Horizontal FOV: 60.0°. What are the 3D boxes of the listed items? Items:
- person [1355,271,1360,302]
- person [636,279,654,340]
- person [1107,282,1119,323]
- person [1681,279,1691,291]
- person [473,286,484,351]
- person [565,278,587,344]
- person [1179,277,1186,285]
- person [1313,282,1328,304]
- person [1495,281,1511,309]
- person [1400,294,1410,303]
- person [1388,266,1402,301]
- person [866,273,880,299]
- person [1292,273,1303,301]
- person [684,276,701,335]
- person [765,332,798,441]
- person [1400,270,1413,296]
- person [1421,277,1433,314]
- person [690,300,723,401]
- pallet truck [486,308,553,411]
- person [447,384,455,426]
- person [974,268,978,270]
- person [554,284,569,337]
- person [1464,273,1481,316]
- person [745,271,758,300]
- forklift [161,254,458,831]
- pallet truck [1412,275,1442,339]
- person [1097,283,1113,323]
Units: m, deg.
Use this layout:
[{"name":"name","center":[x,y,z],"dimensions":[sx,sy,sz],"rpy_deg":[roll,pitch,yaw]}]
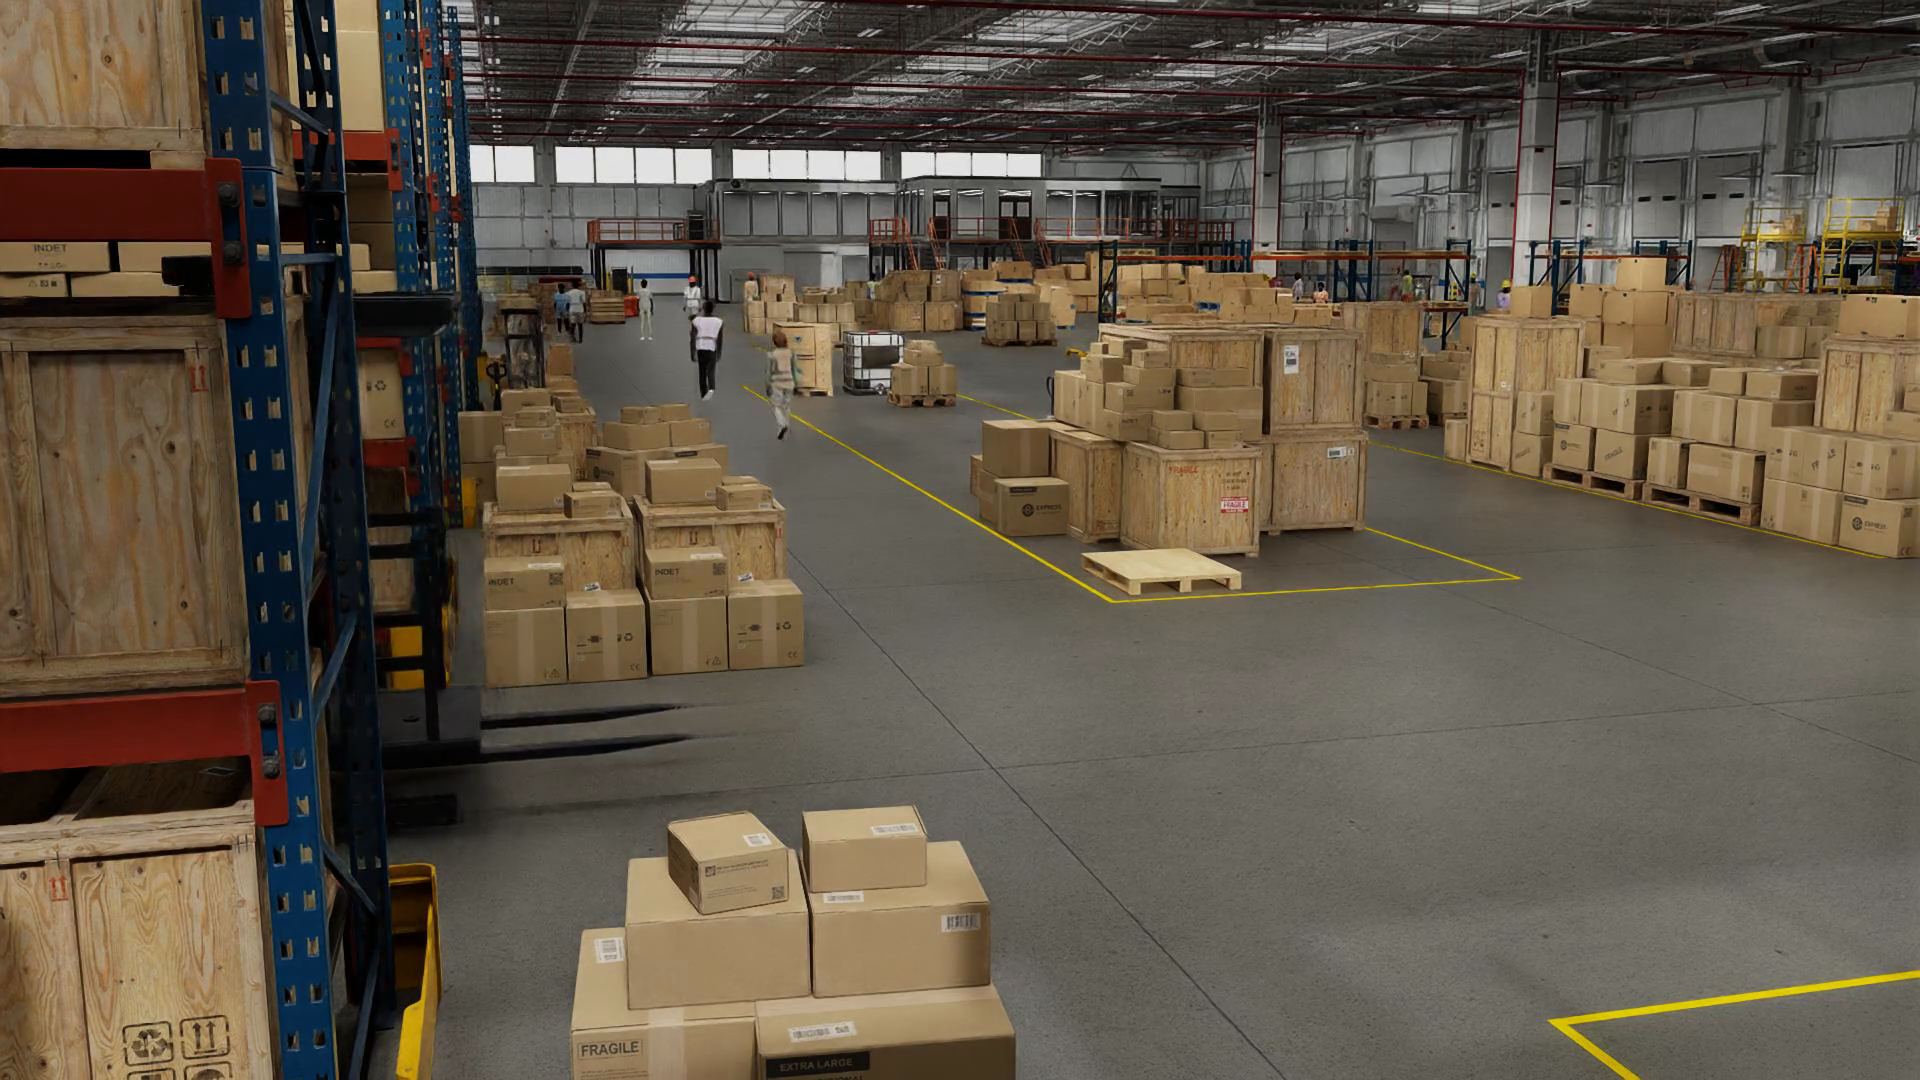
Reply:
[{"name":"person","center":[15.466,-9.636,65.447],"dimensions":[0.746,1.923,0.614],"rpy_deg":[5,11,28]},{"name":"person","center":[-9.663,-7.062,51.010],"dimensions":[0.528,1.876,0.323],"rpy_deg":[-3,10,-14]},{"name":"person","center":[4.583,-6.754,49.422],"dimensions":[0.904,1.826,0.545],"rpy_deg":[9,14,42]},{"name":"person","center":[20.957,-6.583,48.180],"dimensions":[0.564,1.907,0.817],"rpy_deg":[-2,10,-11]},{"name":"person","center":[-13.083,-6.012,44.594],"dimensions":[0.536,2.000,0.679],"rpy_deg":[3,10,17]},{"name":"person","center":[-11.310,-6.740,48.966],"dimensions":[0.635,1.951,0.661],"rpy_deg":[-2,10,-9]},{"name":"person","center":[8.325,-8.995,62.350],"dimensions":[0.502,1.734,0.395],"rpy_deg":[5,11,27]},{"name":"person","center":[11.984,-7.729,55.318],"dimensions":[0.533,1.690,0.321],"rpy_deg":[7,12,34]},{"name":"person","center":[15.410,-6.389,47.161],"dimensions":[0.594,1.882,0.928],"rpy_deg":[7,12,35]},{"name":"person","center":[9.792,-4.494,36.601],"dimensions":[0.607,1.826,1.015],"rpy_deg":[-3,11,-19]},{"name":"person","center":[20.846,-12.112,79.425],"dimensions":[0.611,1.952,1.011],"rpy_deg":[-7,12,-36]},{"name":"person","center":[-3.134,-8.695,60.130],"dimensions":[0.587,1.920,0.392],"rpy_deg":[-8,13,-40]},{"name":"person","center":[13.267,-9.590,65.416],"dimensions":[0.429,1.841,0.633],"rpy_deg":[1,10,5]},{"name":"person","center":[-8.726,-7.690,54.465],"dimensions":[0.560,1.914,0.736],"rpy_deg":[3,10,16]},{"name":"person","center":[-2.606,-2.251,24.485],"dimensions":[0.523,1.625,0.428],"rpy_deg":[-5,11,-27]},{"name":"person","center":[19.741,-11.029,73.609],"dimensions":[0.639,1.829,0.429],"rpy_deg":[-6,11,-29]},{"name":"person","center":[15.155,-7.622,54.006],"dimensions":[0.367,1.940,0.630],"rpy_deg":[6,12,32]},{"name":"person","center":[-4.684,-3.486,30.757],"dimensions":[0.600,1.881,0.732],"rpy_deg":[-1,10,-3]},{"name":"pallet truck","center":[-6.242,-2.418,24.362],"dimensions":[0.823,1.965,1.885],"rpy_deg":[1,10,3]},{"name":"person","center":[-6.336,-1.581,20.087],"dimensions":[0.430,1.838,0.620],"rpy_deg":[8,13,37]},{"name":"person","center":[0.723,-11.728,77.410],"dimensions":[0.360,1.883,0.574],"rpy_deg":[-1,10,-4]},{"name":"person","center":[-12.678,-7.321,53.000],"dimensions":[0.533,1.694,0.320],"rpy_deg":[1,10,4]},{"name":"person","center":[18.787,-8.837,61.005],"dimensions":[0.593,1.902,0.852],"rpy_deg":[1,10,7]},{"name":"person","center":[-8.028,-9.371,63.955],"dimensions":[0.561,1.923,0.697],"rpy_deg":[-7,12,-34]},{"name":"forklift","center":[-3.516,-0.007,8.212],"dimensions":[1.873,2.768,1.129],"rpy_deg":[-3,10,-15]},{"name":"pallet truck","center":[14.620,-7.324,52.145],"dimensions":[0.823,1.965,1.885],"rpy_deg":[8,13,40]},{"name":"person","center":[4.241,-6.583,48.473],"dimensions":[0.532,1.816,0.514],"rpy_deg":[1,10,6]}]
